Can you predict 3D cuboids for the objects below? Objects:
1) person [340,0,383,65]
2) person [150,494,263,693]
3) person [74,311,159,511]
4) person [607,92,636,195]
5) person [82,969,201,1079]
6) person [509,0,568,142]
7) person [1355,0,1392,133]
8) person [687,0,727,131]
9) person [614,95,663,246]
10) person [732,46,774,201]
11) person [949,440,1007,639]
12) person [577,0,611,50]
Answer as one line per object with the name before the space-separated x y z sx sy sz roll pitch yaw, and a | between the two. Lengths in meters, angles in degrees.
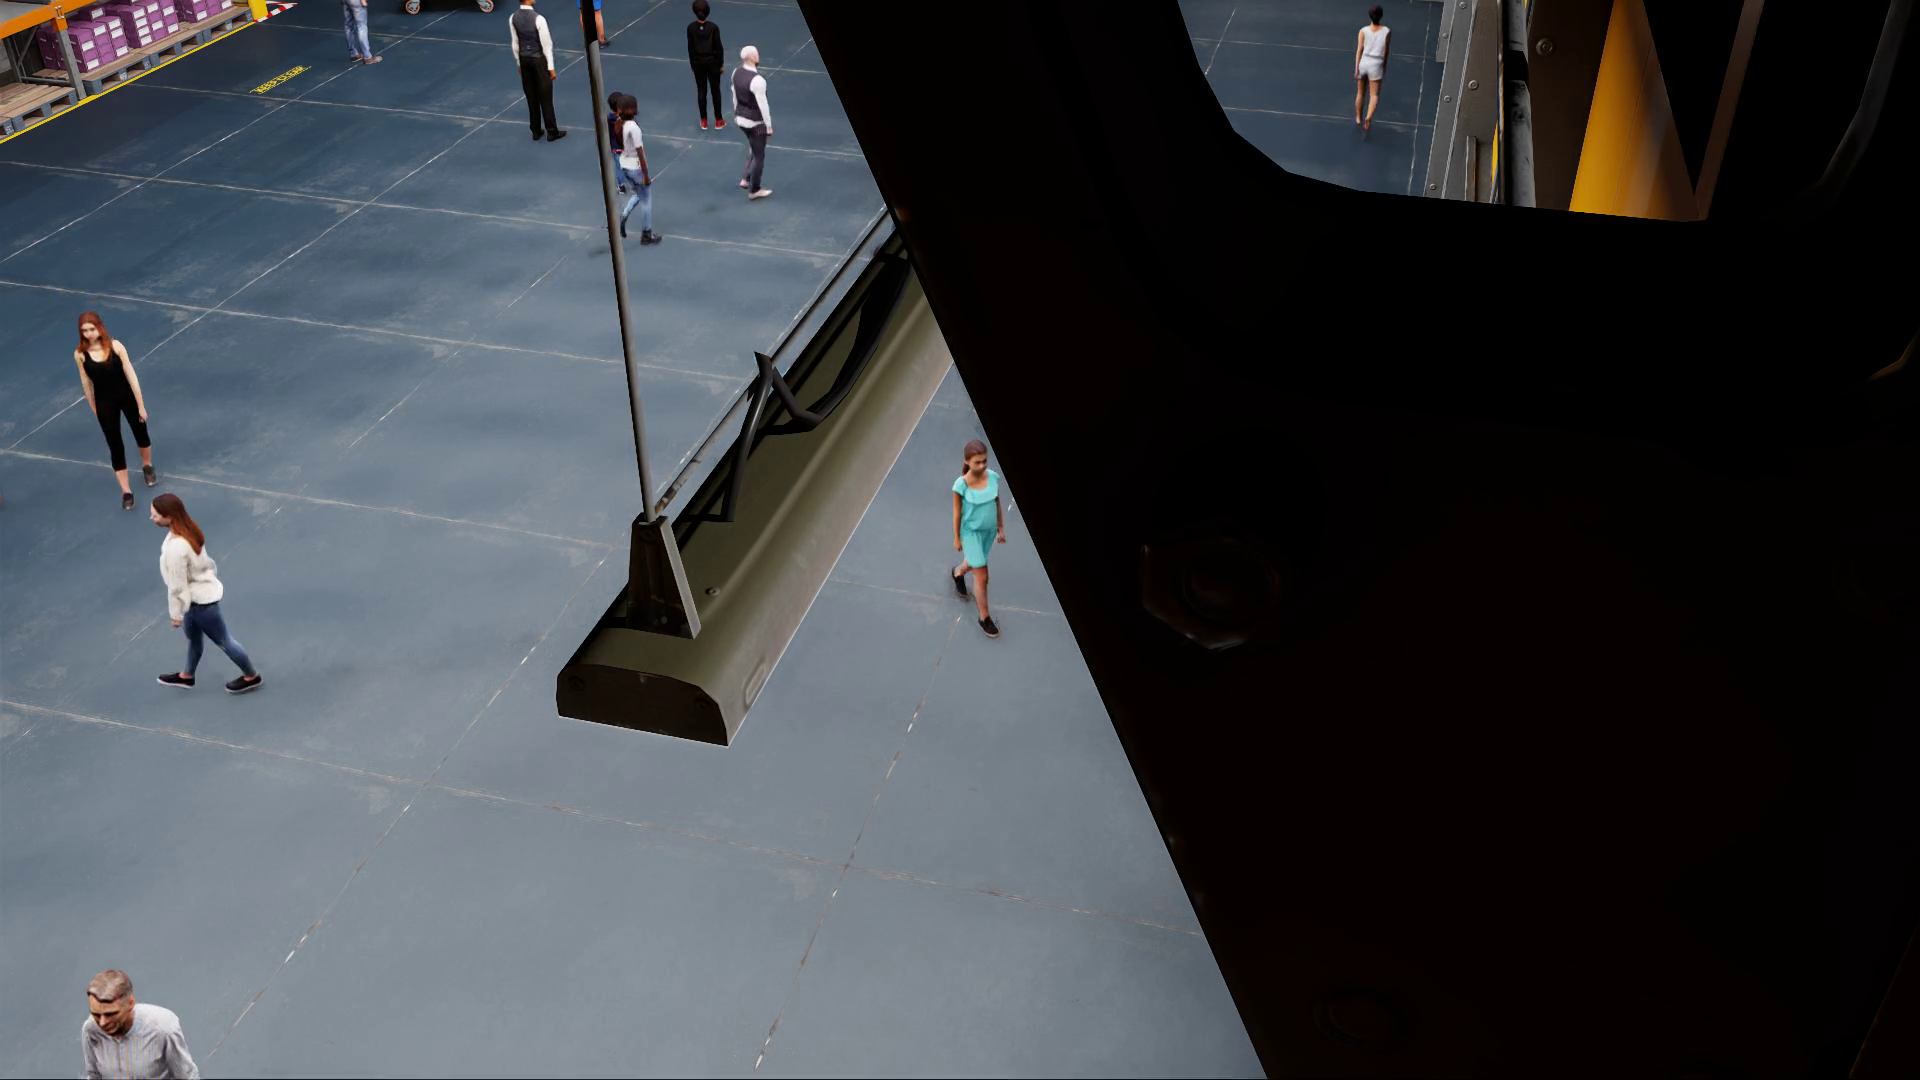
person | -8.702 -7.761 23.750 0.704 1.855 0.635 19 38 26
person | -5.248 0.402 11.643 0.972 1.663 0.996 -8 34 -11
person | -7.069 -1.189 14.005 0.966 1.698 1.082 -14 36 -21
person | -4.018 -4.718 19.745 0.588 1.221 0.609 -8 34 -11
person | -3.907 2.695 8.058 0.708 1.813 0.672 2 34 3
person | -5.400 -6.036 21.098 0.694 1.918 0.589 10 35 15
person | 5.292 -6.053 21.428 0.561 1.581 0.906 9 35 13
person | -3.277 -6.148 21.487 0.648 1.674 0.597 0 34 0
person | -3.640 -4.039 18.283 0.902 1.709 0.818 -25 41 -33
person | -2.484 -4.826 19.378 0.854 1.806 0.828 -27 42 -35
person | 0.102 -0.090 12.507 1.002 1.526 1.072 -18 38 -25
person | -5.451 -8.119 24.340 0.642 1.799 0.636 2 34 3
